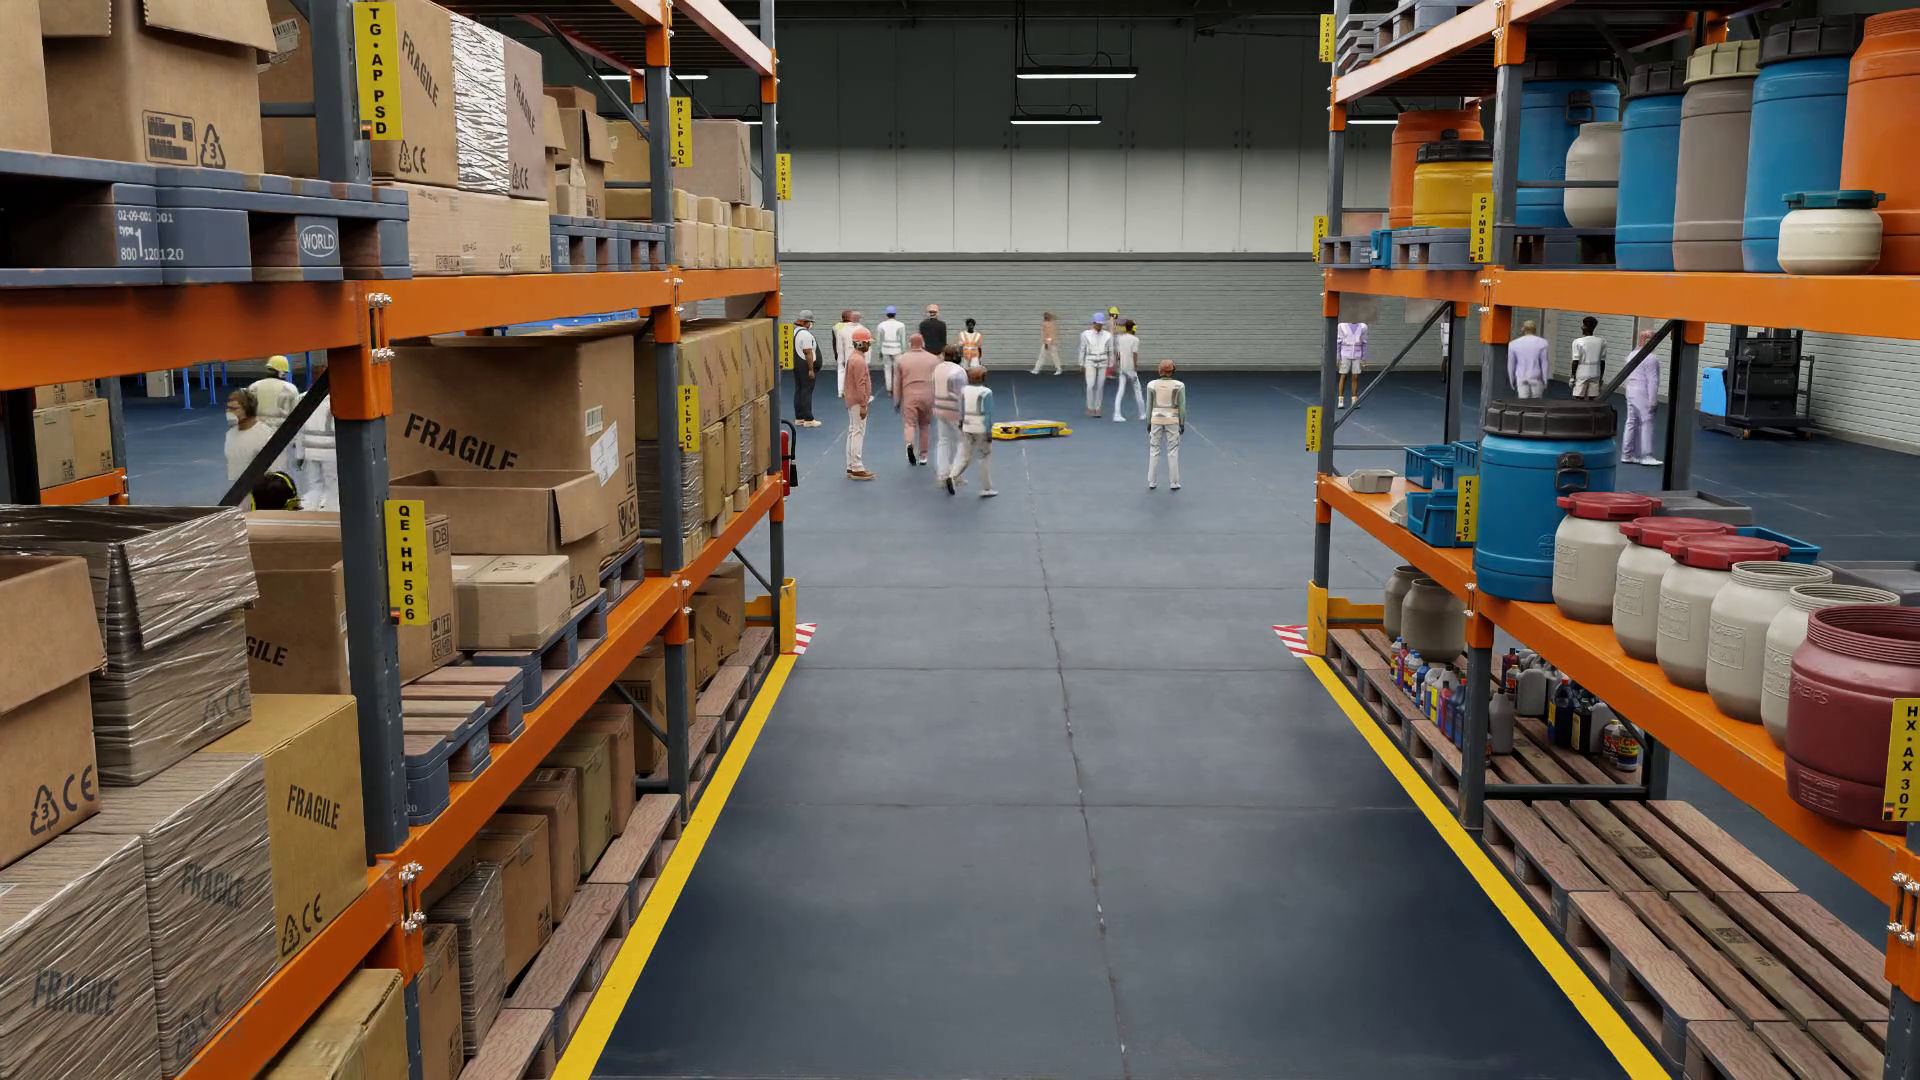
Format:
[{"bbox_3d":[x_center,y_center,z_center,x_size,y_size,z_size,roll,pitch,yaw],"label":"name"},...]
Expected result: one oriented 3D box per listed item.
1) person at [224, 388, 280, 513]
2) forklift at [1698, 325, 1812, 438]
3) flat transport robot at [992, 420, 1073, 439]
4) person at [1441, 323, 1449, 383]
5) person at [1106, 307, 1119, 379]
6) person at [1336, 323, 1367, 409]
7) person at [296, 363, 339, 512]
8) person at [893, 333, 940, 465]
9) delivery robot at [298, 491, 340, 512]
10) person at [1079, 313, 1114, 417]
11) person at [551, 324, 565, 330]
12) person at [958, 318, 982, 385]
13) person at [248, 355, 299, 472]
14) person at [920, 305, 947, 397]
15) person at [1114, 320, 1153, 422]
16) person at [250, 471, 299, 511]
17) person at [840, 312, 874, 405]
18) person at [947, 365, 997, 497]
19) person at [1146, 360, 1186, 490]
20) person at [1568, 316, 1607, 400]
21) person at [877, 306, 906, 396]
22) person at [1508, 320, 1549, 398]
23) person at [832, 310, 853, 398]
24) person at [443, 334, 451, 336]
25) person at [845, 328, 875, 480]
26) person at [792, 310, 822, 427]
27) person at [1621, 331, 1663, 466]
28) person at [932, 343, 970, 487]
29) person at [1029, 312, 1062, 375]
[{"bbox_3d":[-5.477,-0.249,13.006,0.641,1.898,1.022,7,11,34],"label":"person"},{"bbox_3d":[13.248,-3.165,27.620,1.129,2.768,1.873,0,9,1],"label":"forklift"},{"bbox_3d":[1.113,-1.837,27.467,1.431,0.197,0.652,-7,12,-35],"label":"flat transport robot"},{"bbox_3d":[11.658,-4.691,39.449,0.354,1.939,0.544,-7,12,-37],"label":"person"},{"bbox_3d":[3.751,-4.839,40.881,0.341,1.757,0.518,0,9,3],"label":"person"},{"bbox_3d":[7.678,-3.602,32.612,0.605,2.045,0.378,0,9,0],"label":"person"},{"bbox_3d":[-6.322,-0.829,16.566,0.636,1.865,0.468,3,10,17],"label":"person"},{"bbox_3d":[-0.601,-1.970,23.364,0.665,1.878,0.773,0,9,-3],"label":"person"},{"bbox_3d":[-6.703,-0.349,17.424,0.477,0.478,0.707,4,10,21],"label":"delivery robot"},{"bbox_3d":[2.539,-3.207,30.612,0.632,1.918,0.714,-1,10,-7],"label":"person"},{"bbox_3d":[-6.072,-2.382,25.703,0.783,1.910,0.539,7,12,37],"label":"person"},{"bbox_3d":[0.222,-3.948,35.777,0.526,1.670,0.677,1,9,3],"label":"person"},{"bbox_3d":[-8.060,-1.269,19.486,0.648,1.778,0.930,1,10,5],"label":"person"},{"bbox_3d":[-0.509,-4.004,35.302,0.639,1.947,0.930,3,10,19],"label":"person"},{"bbox_3d":[3.112,-3.054,30.009,0.943,1.816,0.546,-9,13,-42],"label":"person"},{"bbox_3d":[-3.366,0.562,8.352,0.563,1.816,0.968,1,10,5],"label":"person"},{"bbox_3d":[-2.016,-3.559,32.890,0.673,1.855,0.960,3,10,16],"label":"person"},{"bbox_3d":[0.154,-1.318,20.231,0.539,1.619,0.615,8,13,42],"label":"person"},{"bbox_3d":[2.594,-1.458,21.016,0.514,1.631,0.318,4,10,21],"label":"person"},{"bbox_3d":[10.368,-2.712,27.507,0.614,1.965,0.361,-2,10,-10],"label":"person"},{"bbox_3d":[-1.460,-4.026,35.527,0.646,1.920,0.479,1,10,7],"label":"person"},{"bbox_3d":[9.264,-2.622,27.119,0.647,1.912,0.575,5,11,26],"label":"person"},{"bbox_3d":[-2.386,-3.940,35.243,0.637,1.840,0.429,5,11,27],"label":"person"},{"bbox_3d":[-7.342,-2.058,24.034,0.519,1.822,0.701,-3,10,-19],"label":"person"},{"bbox_3d":[-1.327,-1.813,22.039,0.396,1.992,0.623,-3,10,-15],"label":"person"},{"bbox_3d":[-2.680,-3.000,29.142,0.537,2.000,0.679,-5,11,-29],"label":"person"},{"bbox_3d":[9.685,-2.001,23.553,0.407,1.888,0.724,-2,10,-13],"label":"person"},{"bbox_3d":[-0.080,-1.579,21.141,0.500,1.825,0.650,-7,12,-37],"label":"person"},{"bbox_3d":[2.221,-4.982,42.234,0.878,1.588,0.543,5,11,29],"label":"person"}]
